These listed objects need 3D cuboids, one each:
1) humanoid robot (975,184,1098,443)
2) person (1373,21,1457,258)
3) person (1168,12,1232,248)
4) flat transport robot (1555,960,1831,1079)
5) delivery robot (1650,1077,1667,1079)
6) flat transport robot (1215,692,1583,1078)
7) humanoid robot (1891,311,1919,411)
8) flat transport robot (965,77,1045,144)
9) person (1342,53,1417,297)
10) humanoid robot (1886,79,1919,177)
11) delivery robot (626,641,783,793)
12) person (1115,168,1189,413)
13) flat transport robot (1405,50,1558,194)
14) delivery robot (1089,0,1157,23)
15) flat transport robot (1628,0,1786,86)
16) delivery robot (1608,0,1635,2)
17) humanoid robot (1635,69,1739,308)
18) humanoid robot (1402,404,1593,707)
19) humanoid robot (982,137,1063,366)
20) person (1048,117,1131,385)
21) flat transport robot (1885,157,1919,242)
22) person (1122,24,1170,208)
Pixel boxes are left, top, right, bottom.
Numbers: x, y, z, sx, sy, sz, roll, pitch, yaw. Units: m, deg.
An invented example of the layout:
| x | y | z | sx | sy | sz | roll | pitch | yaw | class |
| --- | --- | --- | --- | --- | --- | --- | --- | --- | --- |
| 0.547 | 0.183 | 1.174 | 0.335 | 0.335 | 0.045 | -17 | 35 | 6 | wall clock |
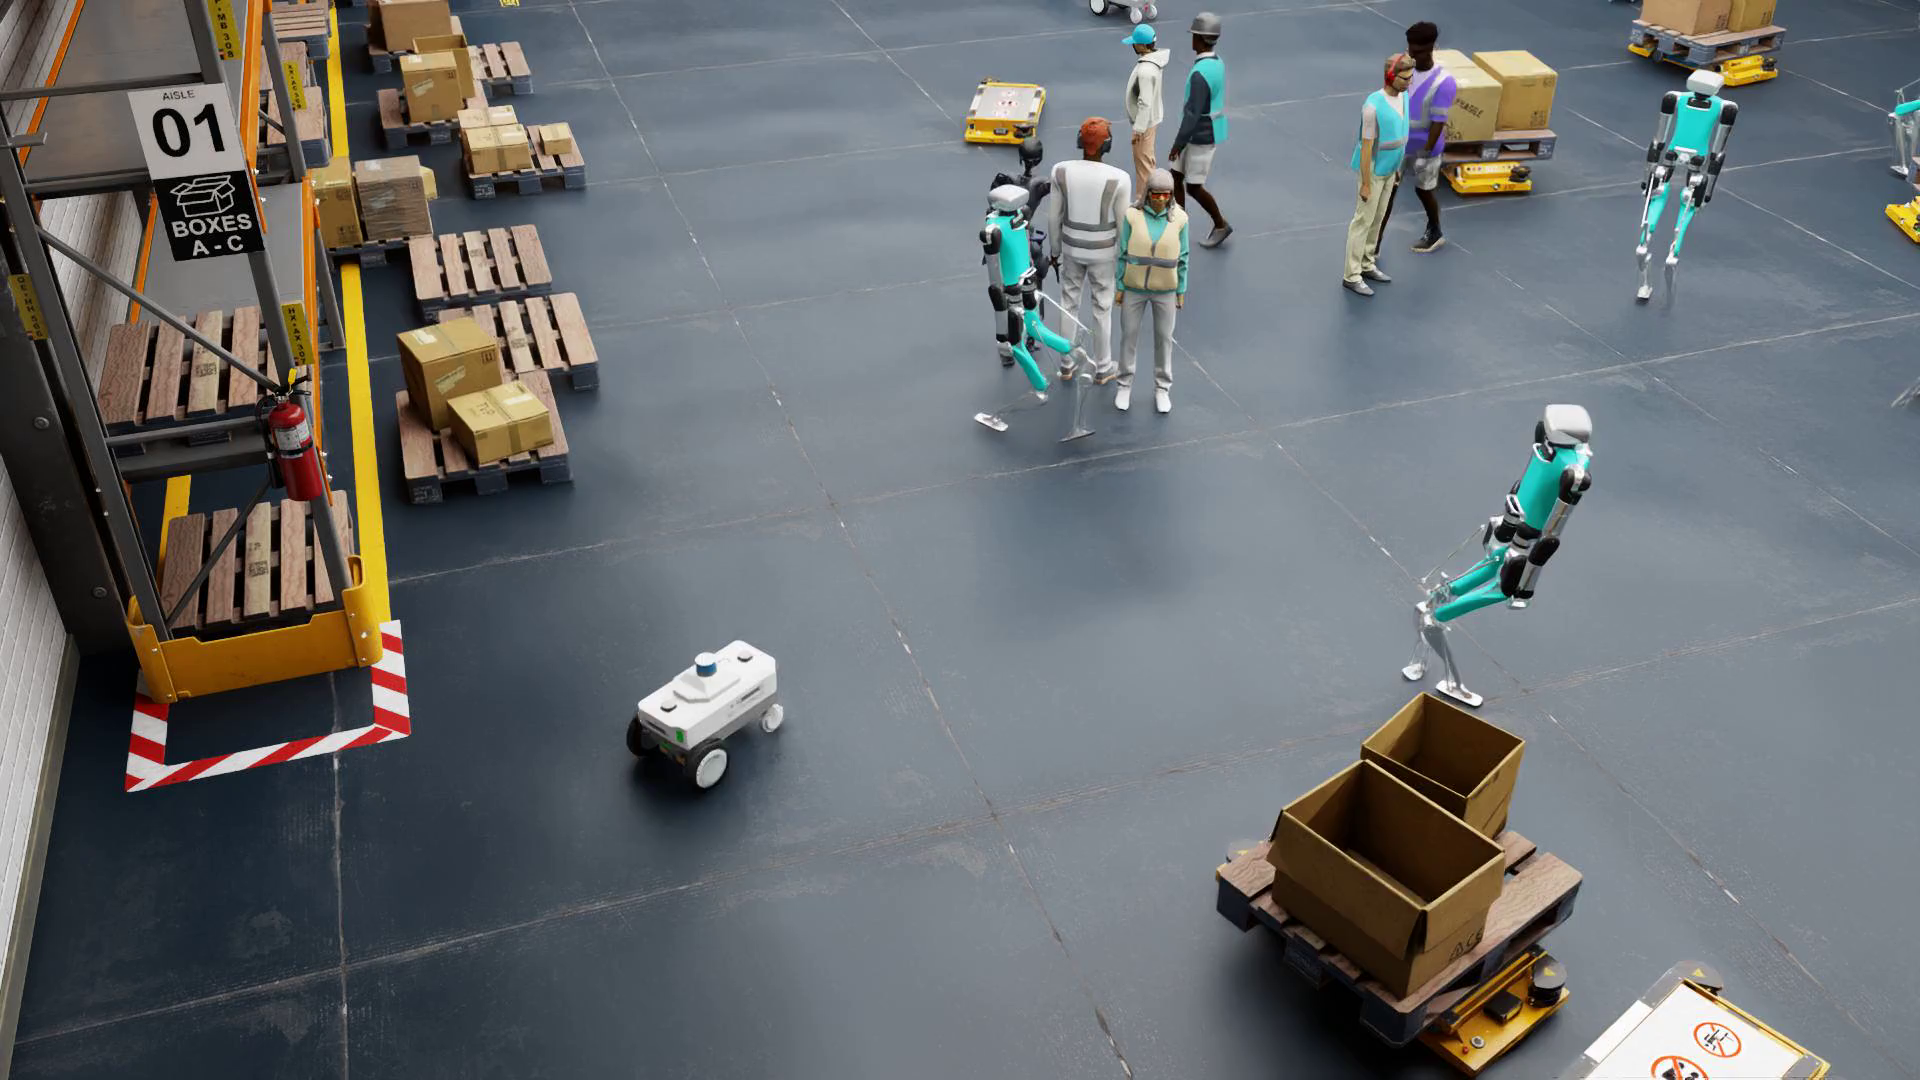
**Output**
| x | y | z | sx | sy | sz | roll | pitch | yaw | class |
| --- | --- | --- | --- | --- | --- | --- | --- | --- | --- |
| 0.572 | -1.361 | 10.633 | 1.016 | 1.746 | 0.531 | 16 | 36 | 22 | humanoid robot |
| 3.633 | -3.155 | 13.198 | 0.888 | 1.921 | 0.613 | -21 | 38 | -28 | person |
| 1.923 | -3.258 | 13.364 | 0.681 | 1.890 | 0.559 | 2 | 33 | 2 | person |
| 2.741 | 2.212 | 6.465 | 1.431 | 0.231 | 0.659 | -26 | 41 | -33 | flat transport robot |
| 2.520 | 2.343 | 6.011 | 0.499 | 0.604 | 0.808 | 20 | 38 | 28 | delivery robot |
| 1.859 | 1.691 | 7.265 | 0.659 | 0.231 | 1.431 | -24 | 40 | -32 | flat transport robot |
| 6.681 | -1.616 | 11.051 | 0.751 | 1.839 | 0.537 | 17 | 37 | 24 | humanoid robot |
| 0.455 | -4.204 | 16.306 | 0.659 | 0.231 | 1.431 | 4 | 33 | 6 | flat transport robot |
| 3.197 | -2.807 | 12.725 | 0.390 | 1.840 | 0.562 | 23 | 40 | 31 | person |
| 8.585 | -3.971 | 14.663 | 0.537 | 1.818 | 0.805 | -12 | 35 | -18 | humanoid robot |
| -1.249 | 0.827 | 8.317 | 0.499 | 0.583 | 0.767 | 24 | 40 | 32 | delivery robot |
| 1.274 | -1.671 | 11.105 | 0.469 | 1.707 | 0.370 | 4 | 33 | 5 | person |
| 4.650 | -3.530 | 15.272 | 0.659 | 0.231 | 1.431 | -4 | 33 | -6 | flat transport robot |
| 1.922 | -6.368 | 19.361 | 0.499 | 0.592 | 0.774 | -28 | 42 | -35 | delivery robot |
| 7.950 | -5.183 | 17.808 | 0.659 | 0.231 | 1.431 | -16 | 36 | -23 | flat transport robot |
| 7.988 | -6.867 | 20.145 | 0.499 | 0.612 | 0.796 | 3 | 33 | 5 | delivery robot |
| 5.325 | -2.535 | 12.445 | 0.540 | 1.850 | 0.666 | 18 | 37 | 26 | humanoid robot |
| 2.588 | 0.121 | 8.342 | 0.836 | 1.790 | 0.609 | 0 | 33 | 0 | humanoid robot |
| 0.426 | -2.025 | 11.675 | 0.590 | 1.651 | 0.337 | 9 | 34 | 13 | humanoid robot |
| 0.882 | -1.966 | 11.395 | 0.573 | 1.886 | 0.356 | 13 | 35 | 19 | person |
| 8.656 | -2.683 | 13.973 | 1.431 | 0.231 | 0.659 | 2 | 33 | 3 | flat transport robot |
| 1.512 | -3.468 | 13.893 | 0.388 | 1.670 | 0.465 | 7 | 34 | 10 | person |
